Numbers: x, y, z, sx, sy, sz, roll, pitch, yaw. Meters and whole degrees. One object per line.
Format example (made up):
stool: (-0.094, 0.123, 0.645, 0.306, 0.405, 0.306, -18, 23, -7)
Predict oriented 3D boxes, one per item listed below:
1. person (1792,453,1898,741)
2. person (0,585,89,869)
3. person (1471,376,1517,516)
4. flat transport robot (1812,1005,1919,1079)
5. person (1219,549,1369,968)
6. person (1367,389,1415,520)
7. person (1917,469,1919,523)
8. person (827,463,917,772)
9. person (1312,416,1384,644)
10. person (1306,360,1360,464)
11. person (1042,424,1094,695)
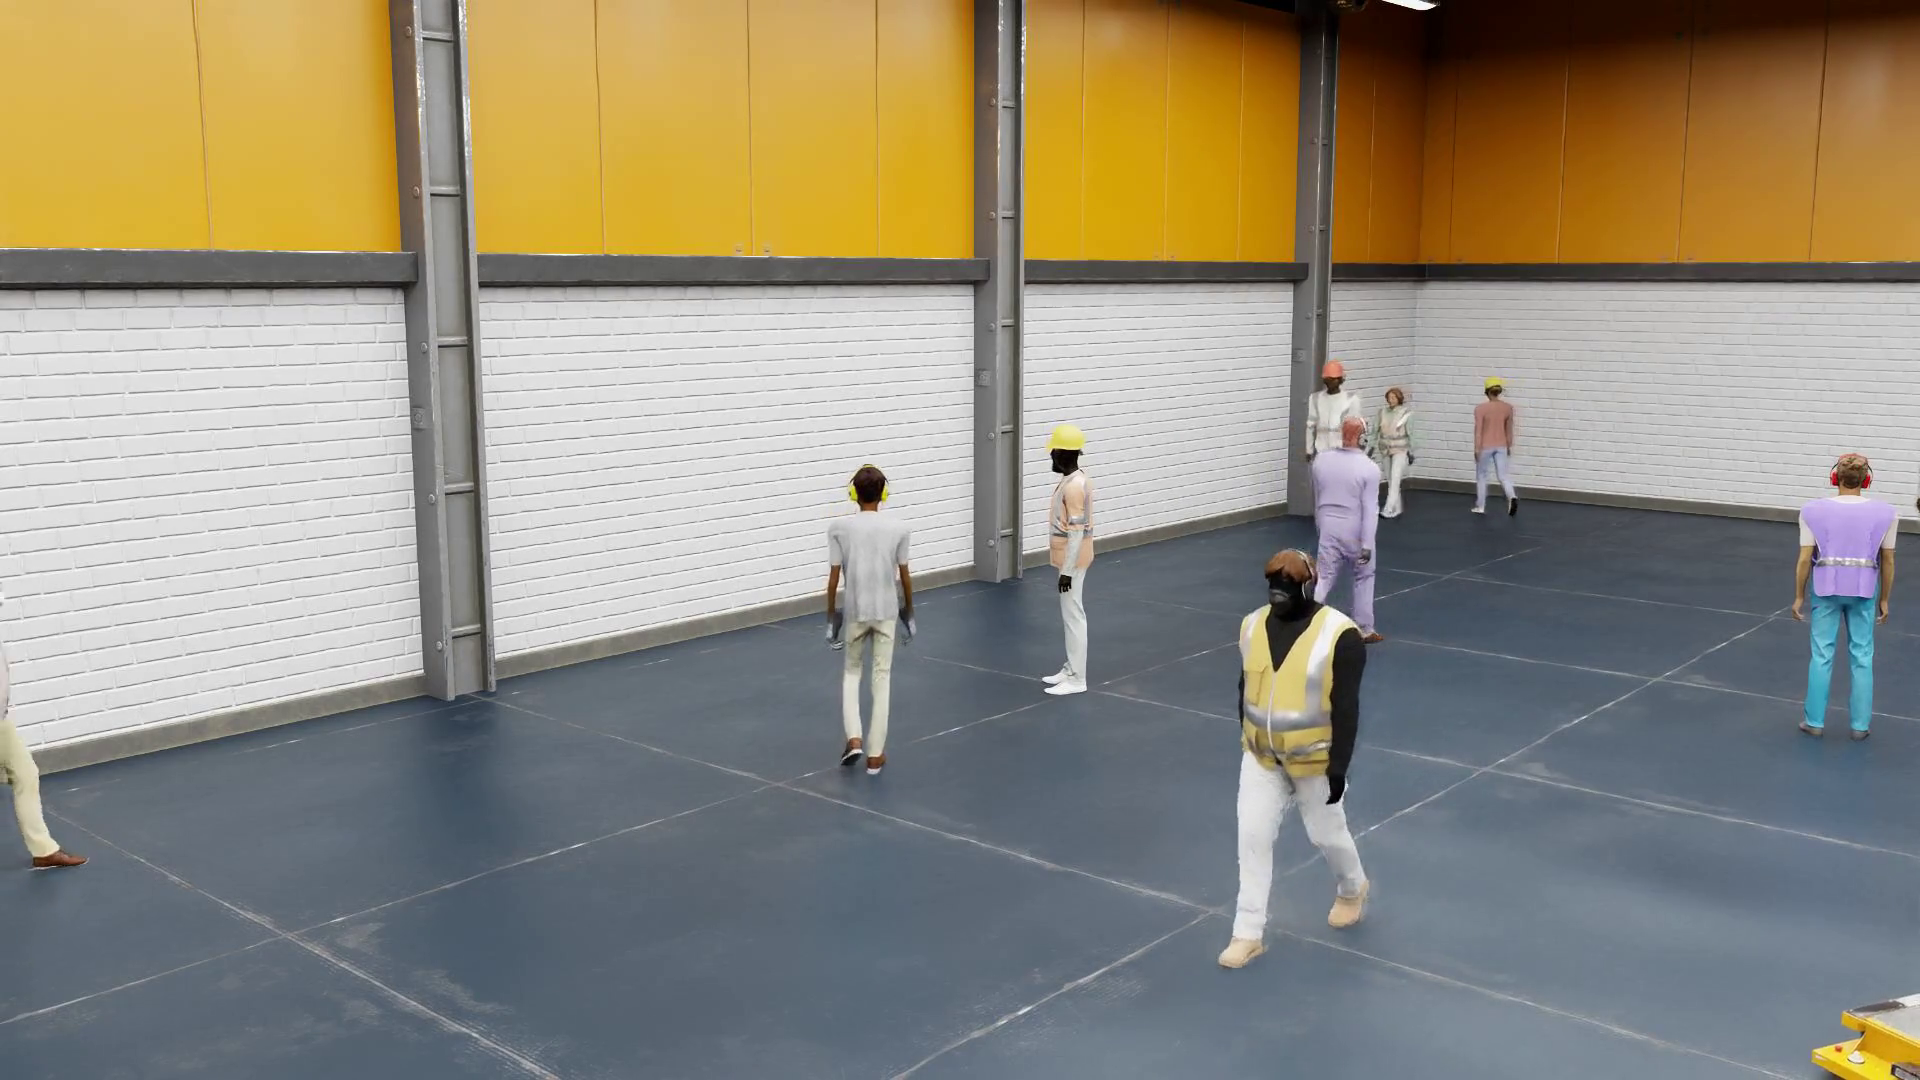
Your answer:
person: (5.648, 0.369, 10.647, 0.564, 1.847, 0.395, 3, 10, 20)
person: (-4.827, 0.894, 8.127, 0.817, 1.601, 0.509, -3, 10, -19)
person: (6.611, -1.149, 20.508, 0.532, 1.741, 0.739, -2, 9, -11)
flat transport robot: (3.955, 1.869, 6.160, 1.431, 0.197, 0.652, -4, 10, -22)
person: (1.508, 0.918, 7.324, 0.613, 1.815, 0.890, 7, 12, 39)
person: (5.238, -1.041, 20.274, 0.835, 1.597, 0.525, -9, 13, -44)
person: (9.303, -0.461, 15.648, 0.552, 1.919, 0.745, 1, 9, 5)
person: (-0.523, 0.469, 9.994, 0.536, 1.851, 0.415, 0, 9, 1)
person: (3.035, -0.052, 13.218, 0.911, 1.875, 0.640, -9, 12, -43)
person: (4.339, -1.085, 19.282, 0.614, 2.020, 0.851, 5, 11, 31)
person: (0.771, 0.137, 11.842, 0.359, 1.930, 0.588, 0, 9, 2)
